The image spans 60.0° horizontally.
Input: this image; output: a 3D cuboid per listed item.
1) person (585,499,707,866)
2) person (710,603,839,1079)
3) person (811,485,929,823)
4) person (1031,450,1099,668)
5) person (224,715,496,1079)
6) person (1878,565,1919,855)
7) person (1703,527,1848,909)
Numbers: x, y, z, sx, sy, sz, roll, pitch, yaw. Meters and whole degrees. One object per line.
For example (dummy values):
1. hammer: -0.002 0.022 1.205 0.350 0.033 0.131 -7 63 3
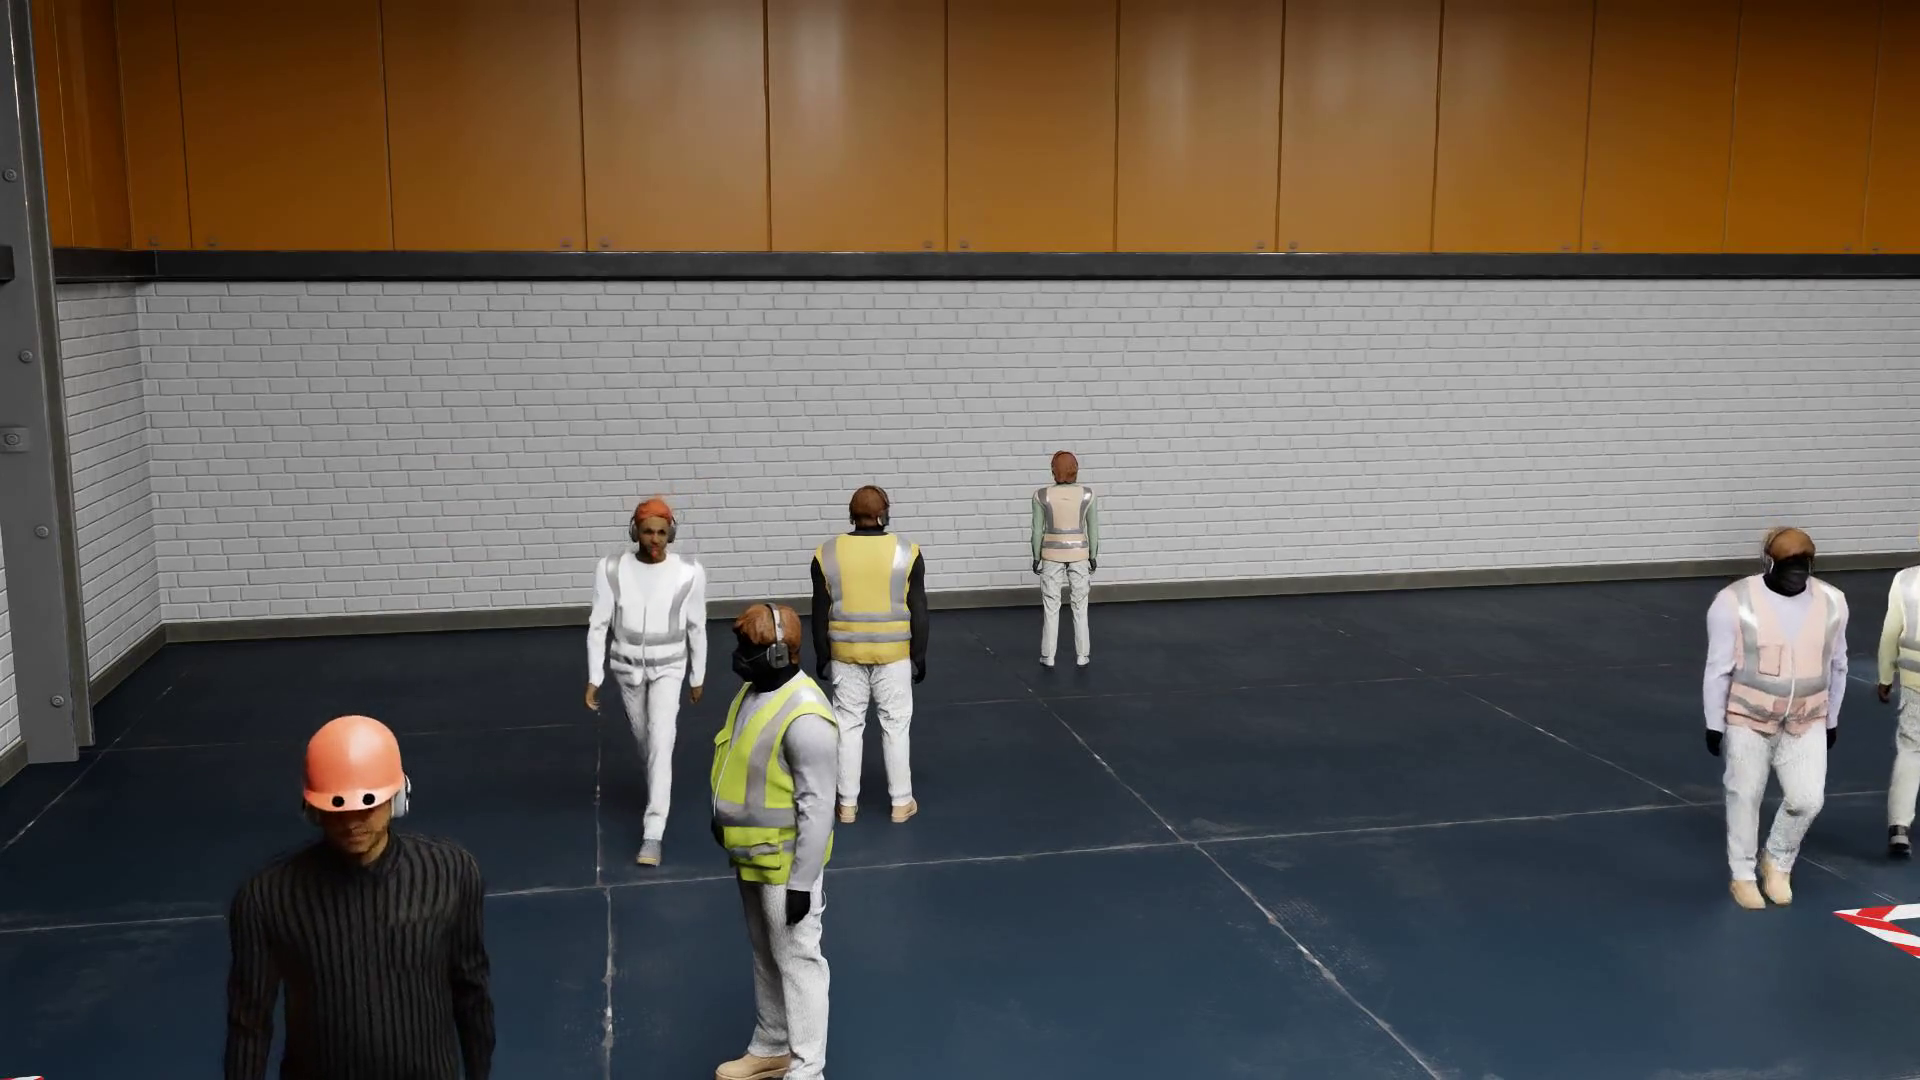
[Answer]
1. person: -1.611 0.686 8.673 0.585 1.835 1.026 0 9 0
2. person: -0.665 1.128 5.905 0.430 1.845 0.619 -5 10 -27
3. person: -0.482 0.619 9.016 0.632 1.840 0.429 0 9 2
4. person: 0.786 0.149 12.480 0.514 1.645 0.309 0 9 -3
5. person: -1.496 1.359 4.183 0.639 1.954 1.005 -4 10 -22
6. person: 5.009 0.729 8.501 0.624 1.791 0.859 8 12 41
7. person: 3.778 0.836 7.738 0.653 1.822 0.448 1 9 8
